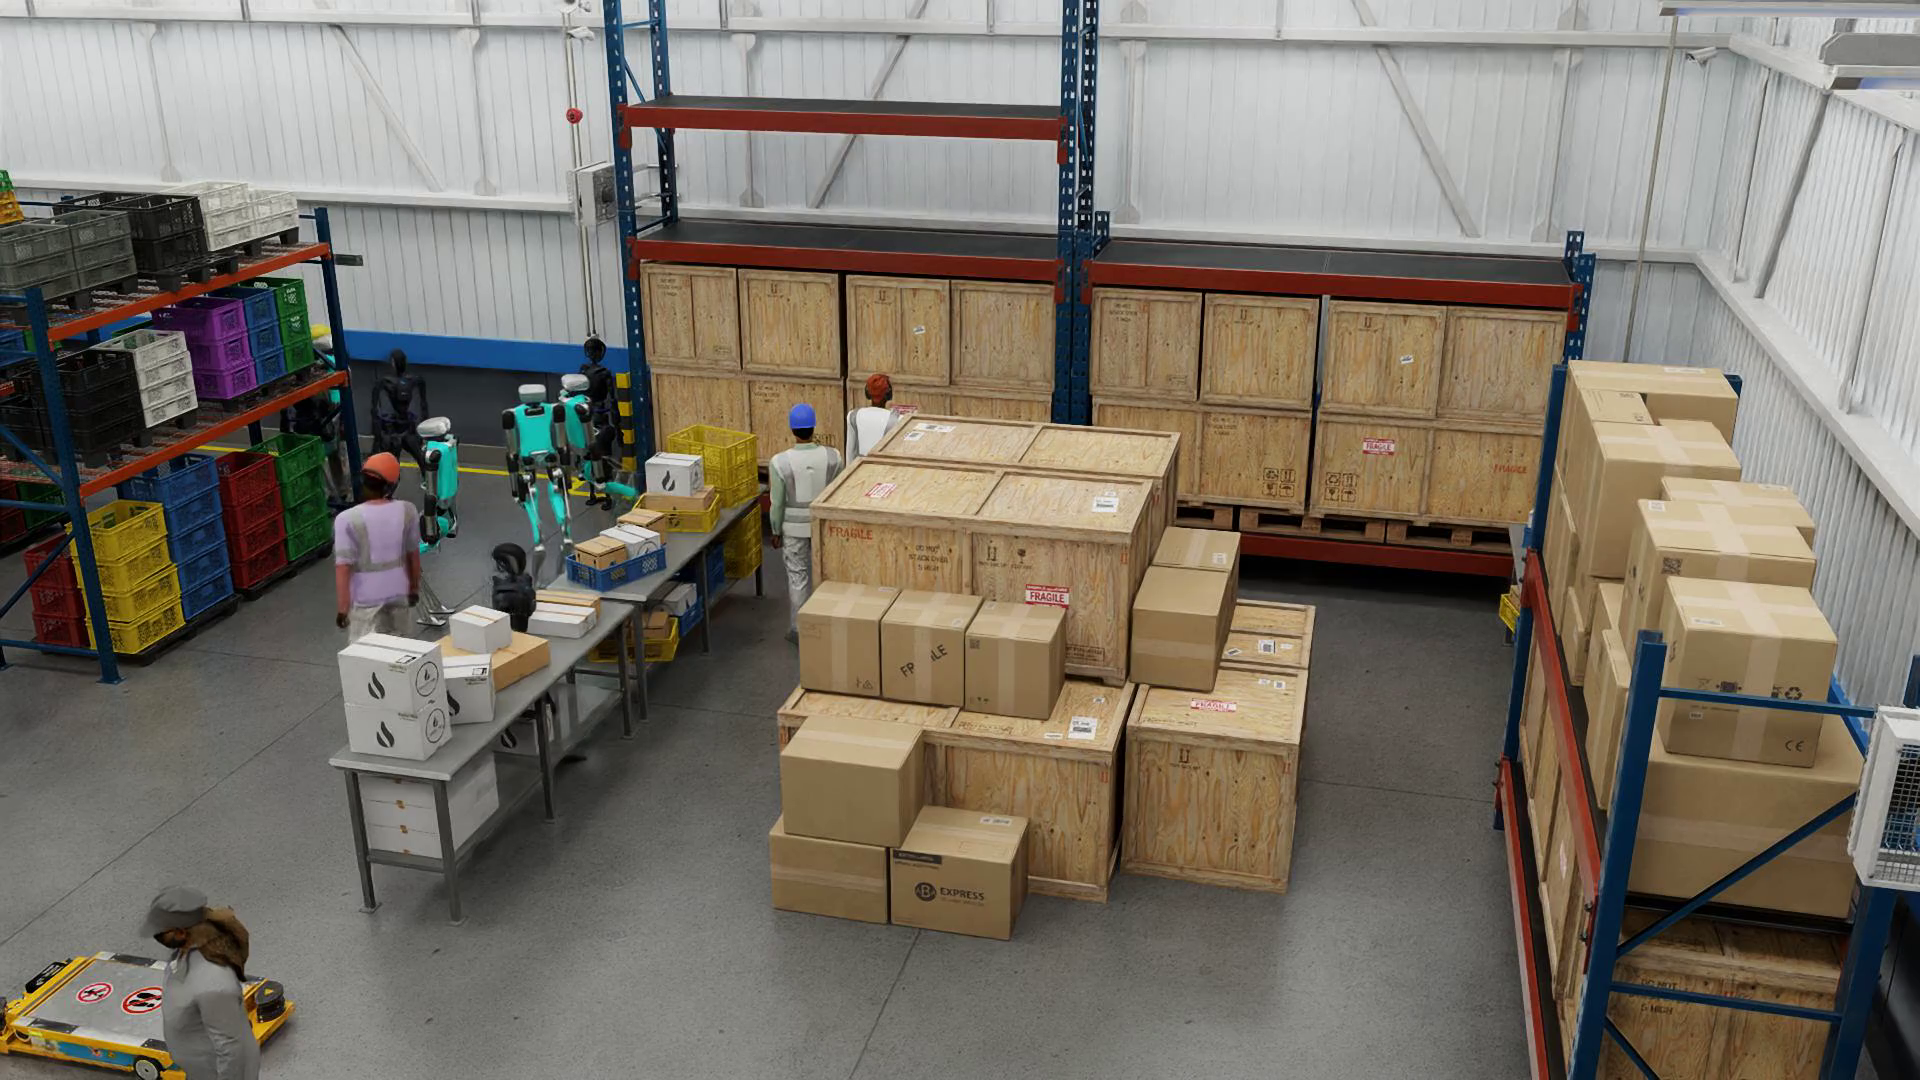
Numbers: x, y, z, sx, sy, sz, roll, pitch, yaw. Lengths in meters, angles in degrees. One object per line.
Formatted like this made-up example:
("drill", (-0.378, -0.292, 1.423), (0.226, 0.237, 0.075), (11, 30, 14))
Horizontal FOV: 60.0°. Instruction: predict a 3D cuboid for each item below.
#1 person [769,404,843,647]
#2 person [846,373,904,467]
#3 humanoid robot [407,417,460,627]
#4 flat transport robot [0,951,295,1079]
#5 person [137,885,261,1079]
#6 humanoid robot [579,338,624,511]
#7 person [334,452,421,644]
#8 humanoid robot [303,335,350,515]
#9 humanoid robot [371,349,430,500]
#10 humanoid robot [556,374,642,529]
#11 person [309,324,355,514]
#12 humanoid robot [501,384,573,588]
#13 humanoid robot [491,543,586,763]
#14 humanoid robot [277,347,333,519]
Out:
("person", (-1.191, -0.113, 12.994), (0.607, 1.943, 0.399), (-8, 22, -20))
("person", (-0.697, -0.489, 14.088), (0.589, 1.874, 0.359), (11, 23, 26))
("humanoid robot", (-4.314, -0.154, 13.253), (0.741, 1.693, 0.531), (1, 21, 3))
("flat transport robot", (-4.270, 2.464, 8.601), (1.431, 0.231, 0.659), (5, 22, 13))
("person", (-3.169, 2.234, 7.108), (0.407, 1.760, 0.572), (-14, 25, -33))
("humanoid robot", (-3.480, -1.129, 16.012), (0.599, 1.653, 0.315), (19, 28, 40))
("person", (-4.065, 0.397, 11.610), (0.433, 1.992, 0.754), (17, 26, 37))
("humanoid robot", (-6.083, -1.055, 15.763), (0.735, 1.801, 0.550), (1, 21, 2))
("humanoid robot", (-5.302, -1.007, 15.758), (0.610, 1.628, 0.555), (-18, 27, -38))
("humanoid robot", (-3.089, -0.661, 14.697), (0.846, 1.744, 0.561), (-15, 25, -33))
("person", (-6.003, -1.160, 15.890), (0.588, 1.833, 0.404), (19, 28, 40))
("humanoid robot", (-3.478, -0.383, 13.977), (0.534, 1.790, 0.672), (-10, 23, -24))
("humanoid robot", (-2.953, 0.785, 11.086), (0.767, 1.638, 0.601), (3, 21, 8))
("humanoid robot", (-6.218, -1.022, 15.758), (0.510, 1.642, 0.608), (8, 23, 21))
